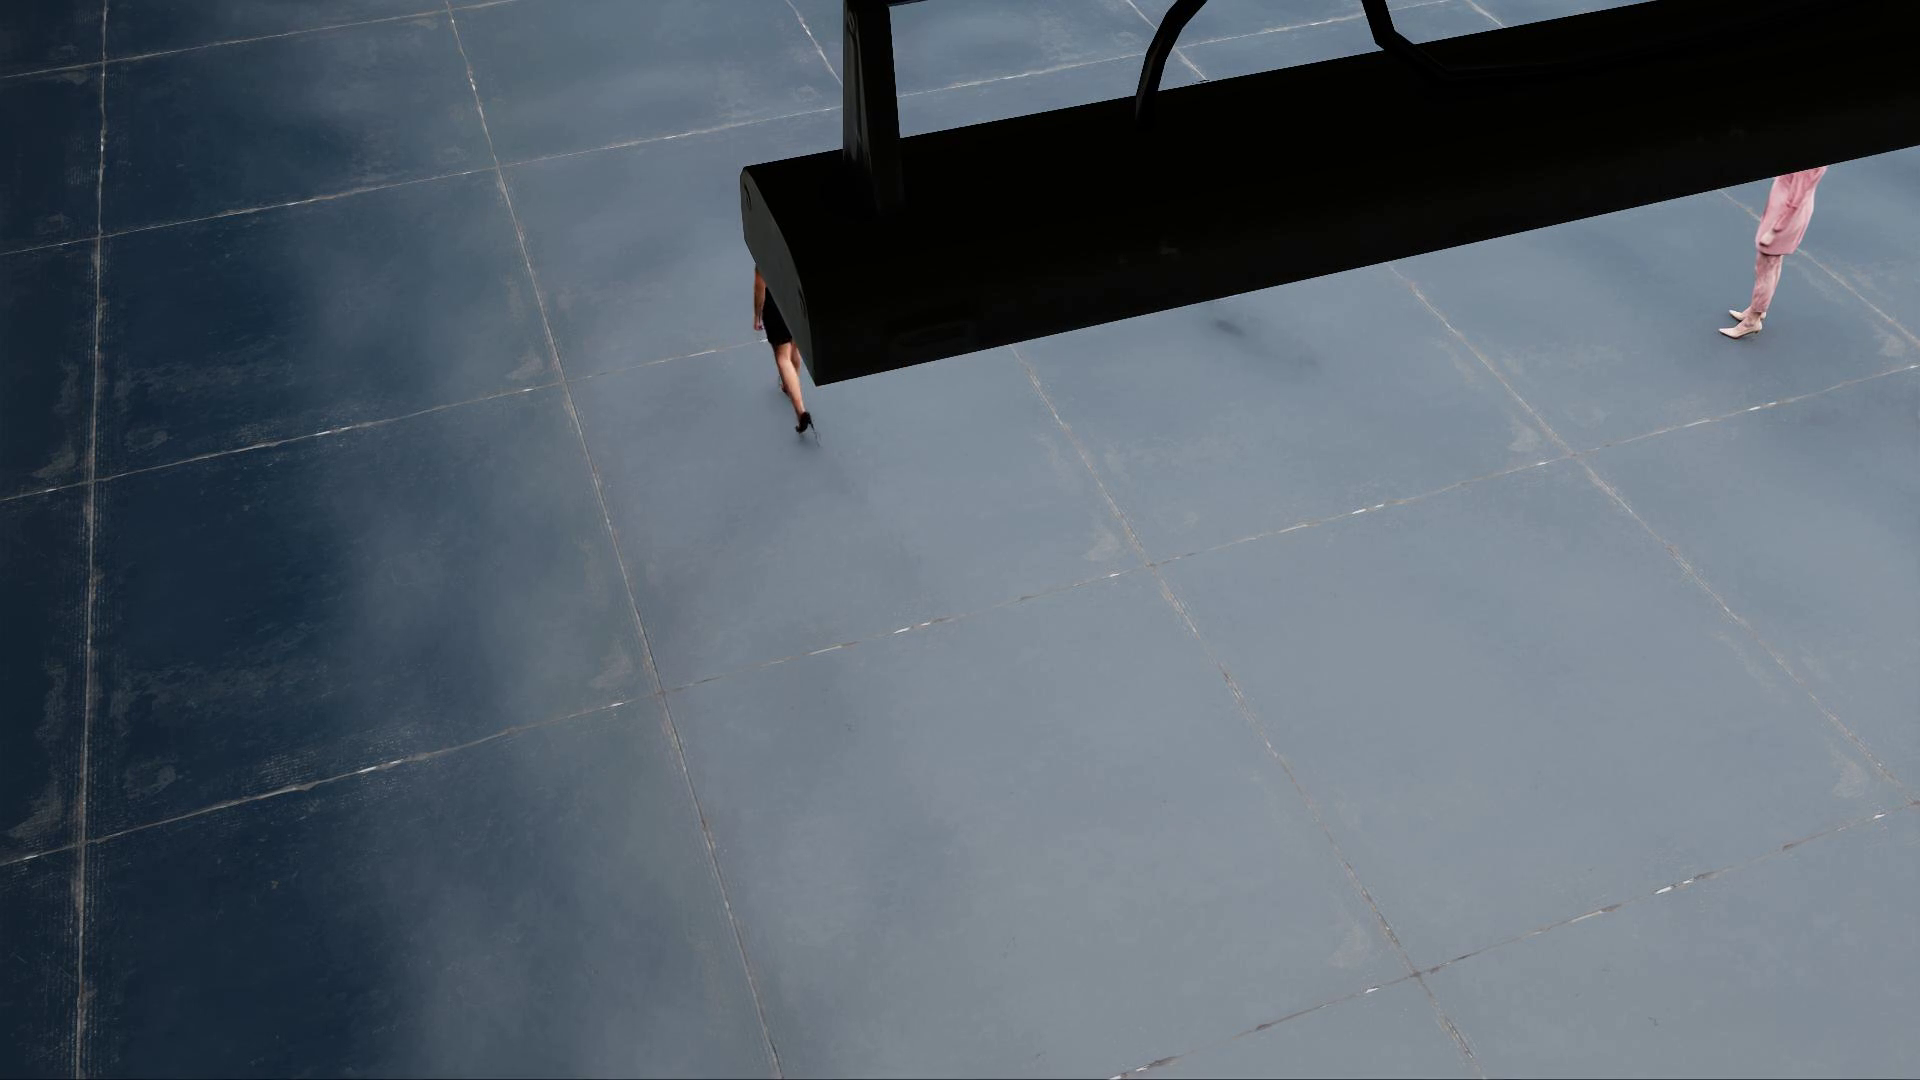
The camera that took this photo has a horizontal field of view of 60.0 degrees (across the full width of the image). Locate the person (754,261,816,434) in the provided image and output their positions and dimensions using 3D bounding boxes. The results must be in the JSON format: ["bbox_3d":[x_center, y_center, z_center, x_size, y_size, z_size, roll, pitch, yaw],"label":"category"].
[{"bbox_3d":[-1.067,-1.397,10.452,0.673,1.632,0.924,-22,47,-22],"label":"person"}]

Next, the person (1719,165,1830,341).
[{"bbox_3d":[5.529,-2.141,11.123,0.704,1.803,0.686,26,49,25],"label":"person"}]
